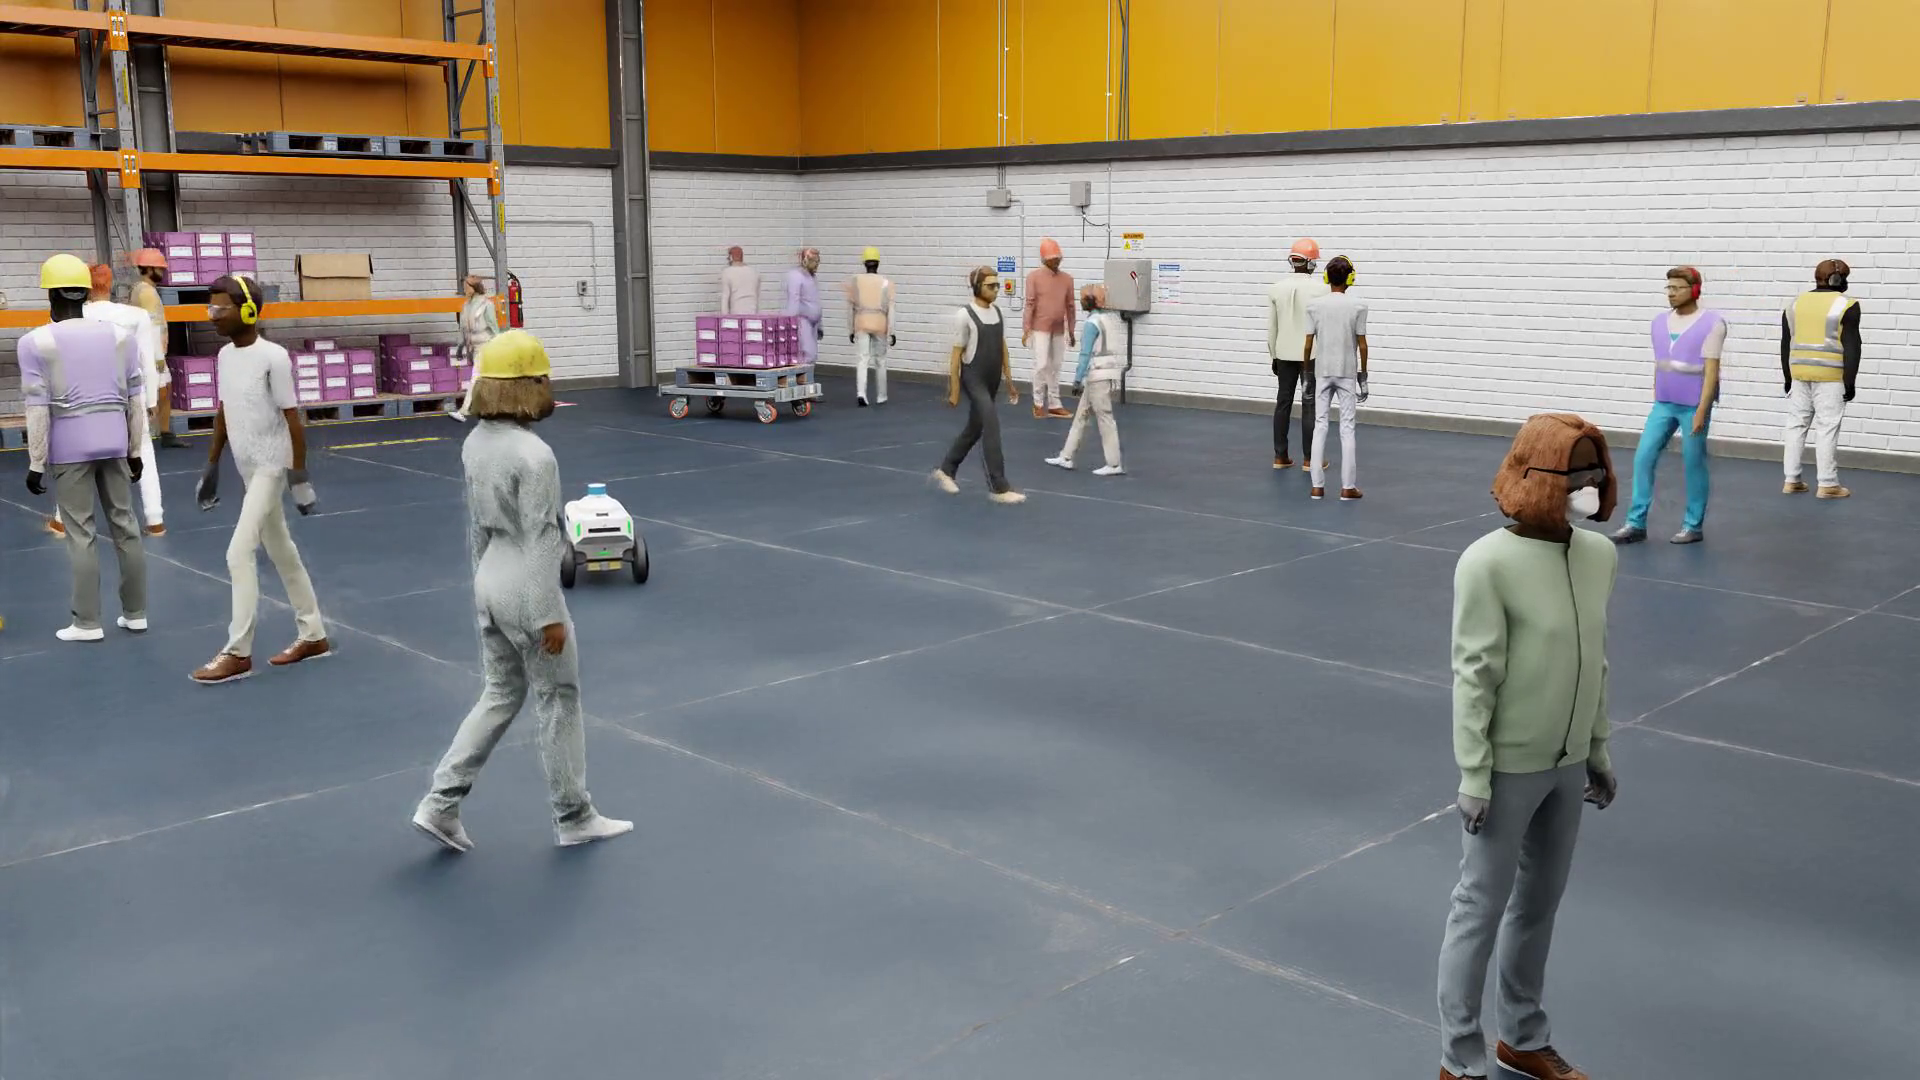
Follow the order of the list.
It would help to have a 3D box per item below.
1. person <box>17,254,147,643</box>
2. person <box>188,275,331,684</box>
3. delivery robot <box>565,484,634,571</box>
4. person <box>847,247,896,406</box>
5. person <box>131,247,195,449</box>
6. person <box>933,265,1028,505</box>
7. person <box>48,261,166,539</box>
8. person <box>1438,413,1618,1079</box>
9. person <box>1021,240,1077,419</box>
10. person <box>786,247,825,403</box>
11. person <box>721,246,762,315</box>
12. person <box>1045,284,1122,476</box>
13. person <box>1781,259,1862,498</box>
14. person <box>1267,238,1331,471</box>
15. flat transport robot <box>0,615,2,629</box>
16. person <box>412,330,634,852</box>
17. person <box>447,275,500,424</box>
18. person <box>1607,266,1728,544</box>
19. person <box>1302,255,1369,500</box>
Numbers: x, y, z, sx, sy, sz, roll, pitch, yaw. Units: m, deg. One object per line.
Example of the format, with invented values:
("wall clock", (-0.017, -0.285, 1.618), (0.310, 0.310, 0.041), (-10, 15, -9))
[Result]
("person", (-4.366, -0.448, 8.296), (0.373, 1.928, 0.584), (7, 13, 34))
("person", (-3.315, -0.280, 7.632), (0.504, 1.832, 0.850), (10, 14, 43))
("delivery robot", (-2.135, -0.087, 9.819), (0.477, 0.478, 0.707), (-3, 11, -18))
("person", (-1.054, -2.533, 19.816), (0.596, 1.887, 0.892), (0, 10, 3))
("person", (-7.639, -1.767, 15.545), (0.686, 1.918, 0.538), (-5, 12, -26))
("person", (0.121, -1.198, 12.746), (0.948, 1.809, 0.513), (8, 13, 38))
("person", (-5.753, -0.930, 11.142), (0.718, 1.860, 0.470), (-6, 12, -29))
("person", (1.314, 0.522, 3.809), (0.497, 1.633, 0.284), (-7, 12, -32))
("person", (0.977, -2.299, 18.287), (0.723, 1.965, 0.449), (-6, 12, -30))
("person", (-1.887, -2.566, 19.962), (0.483, 1.884, 0.685), (2, 11, 12))
("person", (-2.990, -3.057, 22.681), (0.695, 1.880, 0.439), (-8, 13, -37))
("person", (1.033, -1.348, 14.049), (0.782, 1.602, 0.545), (3, 11, 15))
("person", (6.686, -1.251, 12.921), (0.430, 1.841, 0.624), (-5, 12, -28))
("person", (2.943, -1.593, 14.353), (0.611, 1.995, 0.375), (8, 13, 37))
("flat transport robot", (-5.469, 0.448, 7.933), (0.652, 0.197, 1.431), (5, 12, 28))
("person", (-1.447, 0.187, 5.400), (0.600, 1.739, 0.501), (-10, 14, -43))
("person", (-5.211, -2.029, 17.819), (0.531, 1.586, 0.861), (8, 13, 39))
("person", (4.614, -0.850, 10.795), (0.799, 1.816, 0.573), (-6, 12, -28))
("person", (2.884, -1.238, 12.757), (0.517, 1.874, 0.328), (5, 11, 24))
